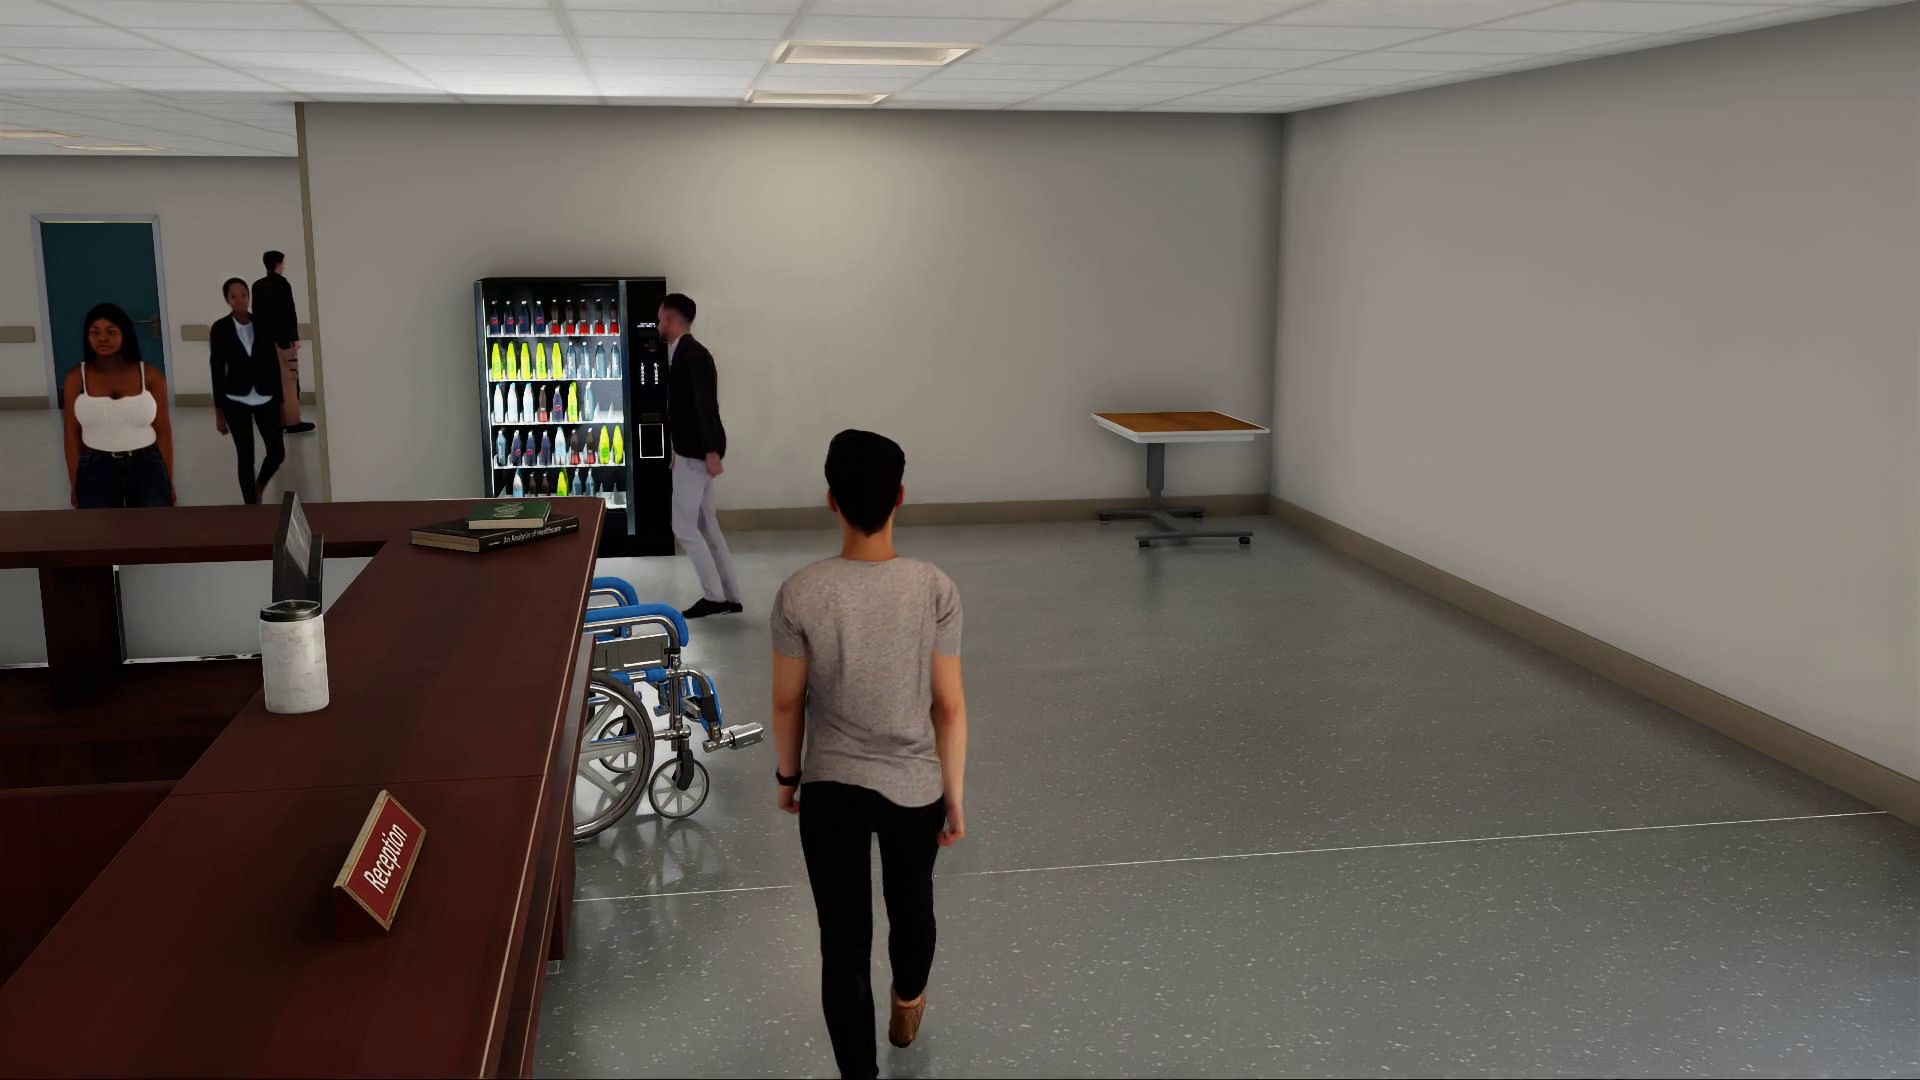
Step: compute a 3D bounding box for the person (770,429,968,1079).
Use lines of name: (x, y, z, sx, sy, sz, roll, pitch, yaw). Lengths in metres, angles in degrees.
person: (-0.212, 0.616, 3.933, 0.948, 1.694, 0.710, -1, 11, -7)

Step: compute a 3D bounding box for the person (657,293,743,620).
person: (-1.392, -0.442, 9.241, 0.641, 1.796, 0.691, -4, 11, -20)

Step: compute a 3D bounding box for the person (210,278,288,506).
person: (-4.932, -0.889, 11.528, 0.831, 1.821, 0.855, -8, 13, -35)

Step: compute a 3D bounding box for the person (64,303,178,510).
person: (-4.228, -0.289, 8.399, 0.621, 1.807, 0.764, -5, 12, -24)

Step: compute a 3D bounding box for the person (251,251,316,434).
person: (-7.252, -2.111, 17.697, 0.742, 1.922, 0.854, 4, 12, 22)
